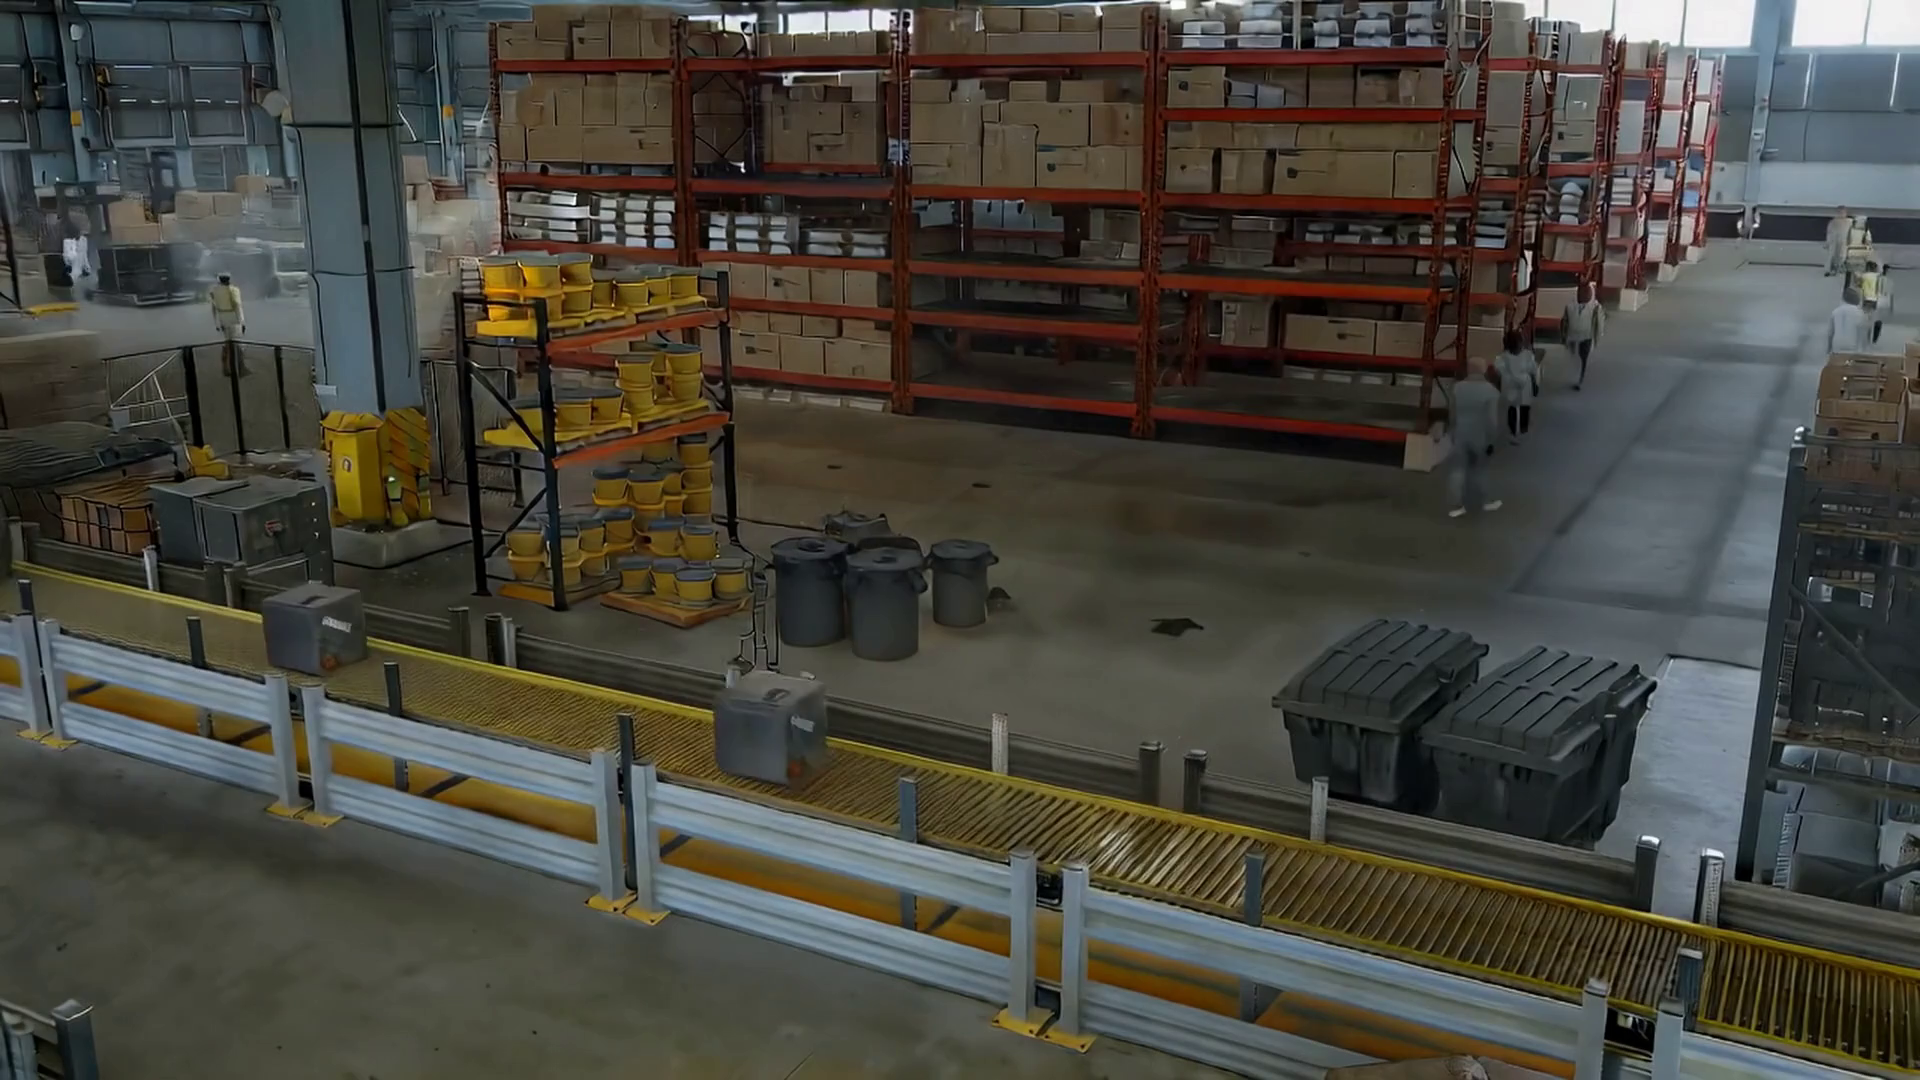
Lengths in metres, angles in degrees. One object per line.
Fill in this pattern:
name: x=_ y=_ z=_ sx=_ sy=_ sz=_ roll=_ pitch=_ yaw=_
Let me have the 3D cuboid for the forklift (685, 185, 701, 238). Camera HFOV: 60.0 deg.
forklift: x=-8.347 y=-9.536 z=48.948 sx=1.873 sy=2.768 sz=1.129 roll=-12 pitch=19 yaw=-38

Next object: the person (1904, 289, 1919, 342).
person: x=19.271 y=-4.683 z=33.174 sx=0.509 sy=1.586 sz=0.842 roll=-8 pitch=17 yaw=-26

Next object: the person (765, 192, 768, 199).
person: x=-8.013 y=-14.028 z=67.662 sx=0.631 sy=1.931 sz=0.372 roll=-5 pitch=16 yaw=-19

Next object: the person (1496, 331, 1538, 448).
person: x=7.816 y=-2.114 z=23.359 sx=0.579 sy=1.671 sz=0.377 roll=5 pitch=16 yaw=18

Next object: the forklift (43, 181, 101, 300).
forklift: x=-21.550 y=-7.367 z=40.795 sx=1.873 sy=2.768 sz=1.129 roll=8 pitch=17 yaw=28

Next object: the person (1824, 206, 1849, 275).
person: x=24.420 y=-8.323 z=46.259 sx=0.644 sy=1.904 sz=0.399 roll=-4 pitch=15 yaw=-15

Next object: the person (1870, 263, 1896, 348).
person: x=18.176 y=-4.641 z=32.897 sx=0.538 sy=1.653 sz=0.868 roll=4 pitch=16 yaw=16

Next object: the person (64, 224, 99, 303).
person: x=-21.083 y=-6.613 z=39.837 sx=0.817 sy=1.898 sz=0.643 roll=9 pitch=17 yaw=31

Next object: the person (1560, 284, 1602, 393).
person: x=10.489 y=-3.445 z=28.127 sx=0.616 sy=1.813 sz=0.912 roll=8 pitch=17 yaw=27

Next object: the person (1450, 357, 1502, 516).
person: x=6.130 y=-1.237 z=19.658 sx=0.916 sy=1.868 sz=0.665 roll=-14 pitch=21 yaw=-43

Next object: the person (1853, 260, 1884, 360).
person: x=16.826 y=-4.239 z=30.880 sx=0.553 sy=1.917 sz=0.462 roll=-1 pitch=15 yaw=-5

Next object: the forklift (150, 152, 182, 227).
forklift: x=-29.895 y=-13.215 z=62.780 sx=1.873 sy=2.768 sz=1.129 roll=8 pitch=17 yaw=28

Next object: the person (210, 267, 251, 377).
person: x=-12.895 y=-3.846 z=29.364 sx=0.543 sy=1.939 sz=0.355 roll=0 pitch=15 yaw=-1

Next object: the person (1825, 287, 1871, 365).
person: x=14.085 y=-3.048 z=26.379 sx=0.442 sy=1.923 sz=0.638 roll=-9 pitch=17 yaw=-31

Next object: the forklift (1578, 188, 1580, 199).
forklift: x=15.797 y=-7.897 z=42.788 sx=1.873 sy=2.768 sz=1.129 roll=8 pitch=17 yaw=28

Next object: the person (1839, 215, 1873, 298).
person: x=21.932 y=-6.920 z=40.719 sx=0.616 sy=2.041 sz=0.379 roll=13 pitch=20 yaw=40

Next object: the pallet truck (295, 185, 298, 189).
pallet truck: x=-26.804 y=-14.617 z=69.738 sx=1.885 sy=1.965 sz=0.823 roll=-14 pitch=20 yaw=-42

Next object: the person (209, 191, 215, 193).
person: x=-24.321 y=-10.436 z=54.248 sx=0.350 sy=1.881 sz=0.581 roll=8 pitch=17 yaw=27
